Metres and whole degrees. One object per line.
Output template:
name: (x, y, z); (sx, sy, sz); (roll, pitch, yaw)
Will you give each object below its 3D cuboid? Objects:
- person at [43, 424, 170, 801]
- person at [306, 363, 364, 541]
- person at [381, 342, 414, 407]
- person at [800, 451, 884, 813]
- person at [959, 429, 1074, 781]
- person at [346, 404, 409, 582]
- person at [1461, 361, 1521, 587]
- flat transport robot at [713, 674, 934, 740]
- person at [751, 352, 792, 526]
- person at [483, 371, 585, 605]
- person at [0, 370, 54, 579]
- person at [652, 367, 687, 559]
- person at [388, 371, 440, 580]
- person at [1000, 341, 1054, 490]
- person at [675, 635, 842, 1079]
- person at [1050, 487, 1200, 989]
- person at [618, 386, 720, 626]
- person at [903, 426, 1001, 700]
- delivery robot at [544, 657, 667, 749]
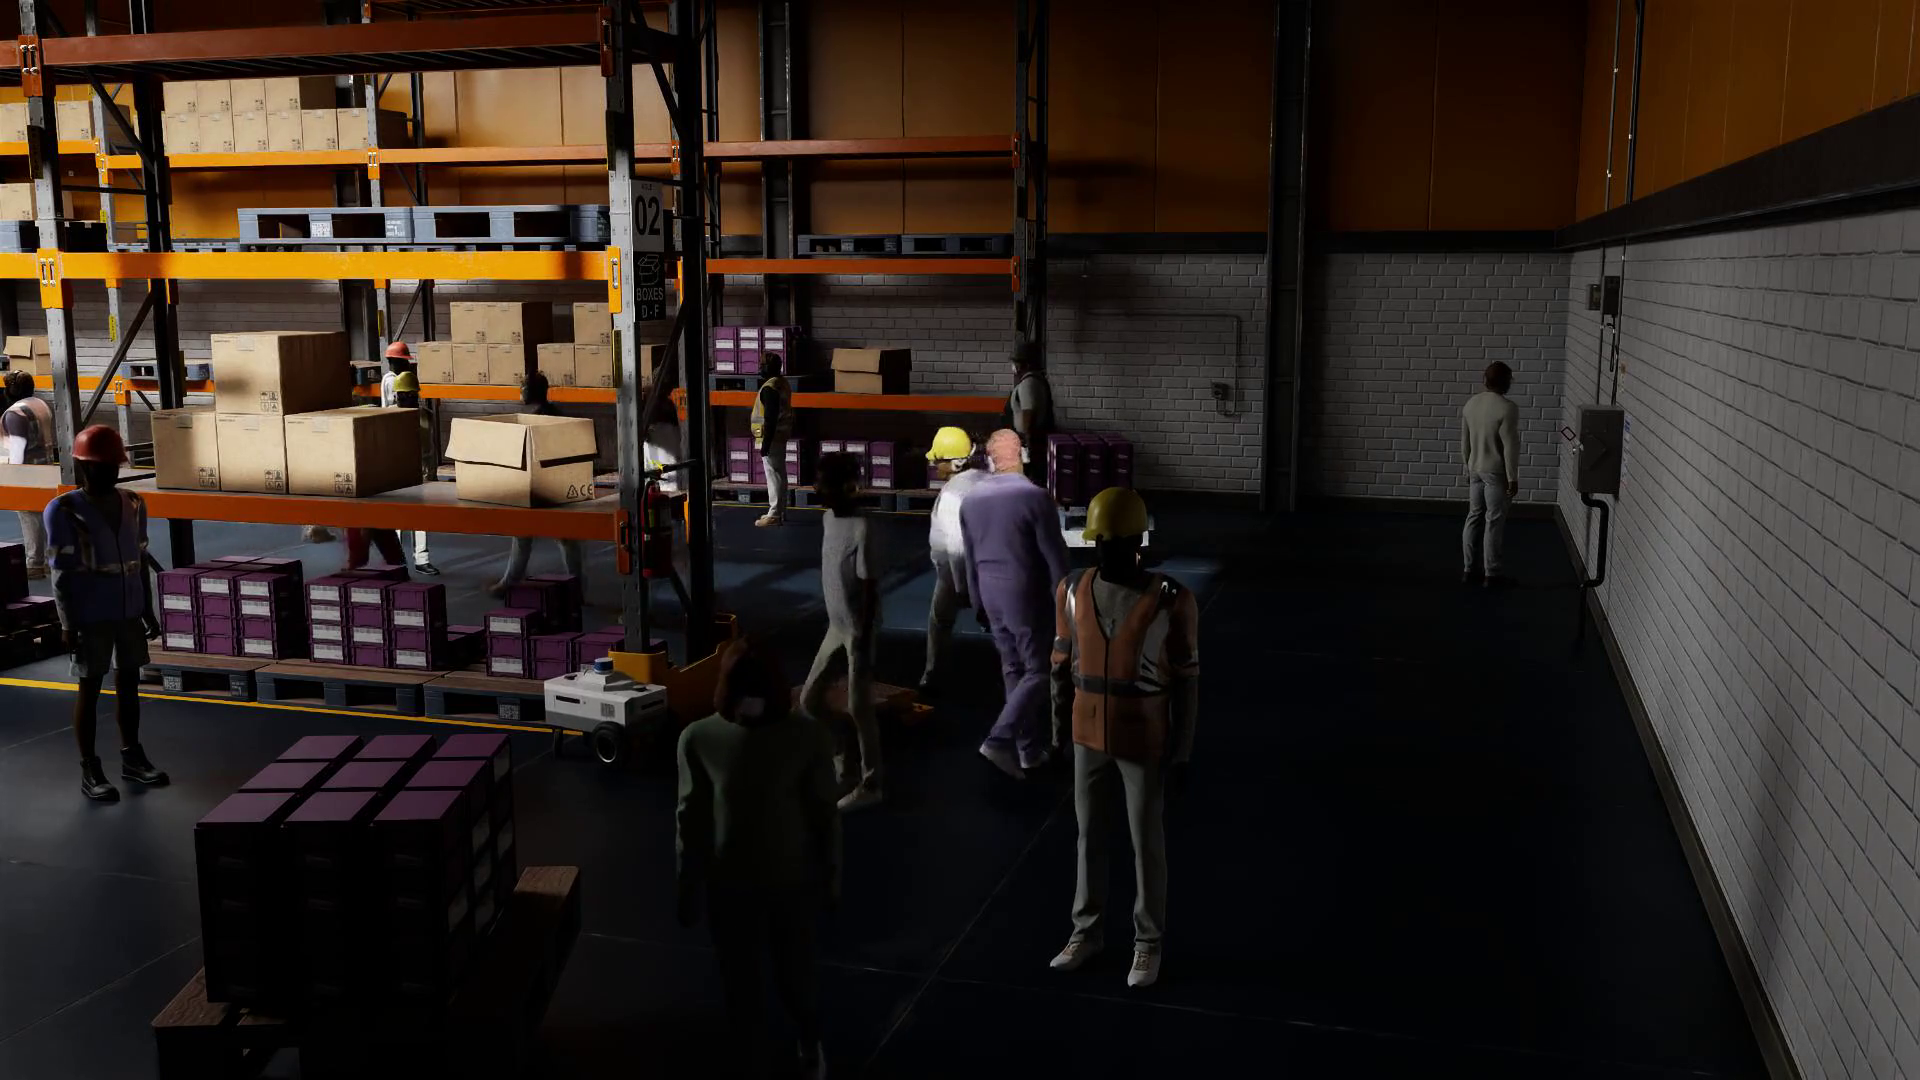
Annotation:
person: (-4.419, 0.367, 8.641); (0.358, 1.938, 0.546); (5, 11, 27)
person: (-6.216, -0.897, 16.790); (0.961, 1.799, 0.624); (-8, 12, -39)
person: (-6.094, -1.187, 18.117); (0.359, 1.933, 0.553); (-4, 10, -22)
person: (-0.581, 0.472, 8.284); (0.507, 1.841, 0.578); (-6, 11, -33)
person: (0.319, 0.351, 8.917); (0.578, 1.877, 0.737); (-9, 13, -43)
person: (-4.229, -0.122, 12.212); (0.795, 1.732, 0.556); (2, 10, 13)
person: (4.581, -0.567, 14.332); (0.359, 1.937, 0.635); (-4, 10, -23)
flat transport robot: (-0.858, 1.029, 9.671); (0.652, 0.197, 1.431); (8, 12, 39)
person: (-2.005, -1.068, 17.684); (0.429, 1.844, 0.627); (1, 9, 5)
person: (-3.482, -0.412, 13.497); (0.953, 1.895, 0.634); (3, 10, 18)
person: (-8.245, -0.576, 14.686); (0.429, 1.844, 0.625); (-1, 9, -8)
person: (-2.755, -0.690, 15.389); (0.344, 1.839, 0.505); (4, 10, 20)
person: (-4.847, -0.570, 14.670); (0.404, 1.834, 0.591); (8, 12, 39)
person: (0.604, -1.033, 16.859); (0.984, 2.000, 0.693); (3, 10, 19)
person: (-0.631, 1.080, 5.254); (0.515, 1.617, 0.415); (1, 9, 4)
person: (0.605, 0.749, 6.342); (0.591, 1.925, 0.385); (5, 11, 28)
person: (-2.239, -0.237, 12.569); (0.783, 1.864, 0.585); (5, 10, 27)
person: (0.079, 0.172, 10.320); (0.925, 1.782, 0.654); (6, 11, 32)
delivery robot: (-1.985, 0.901, 9.302); (0.707, 0.478, 0.477); (6, 11, 31)
